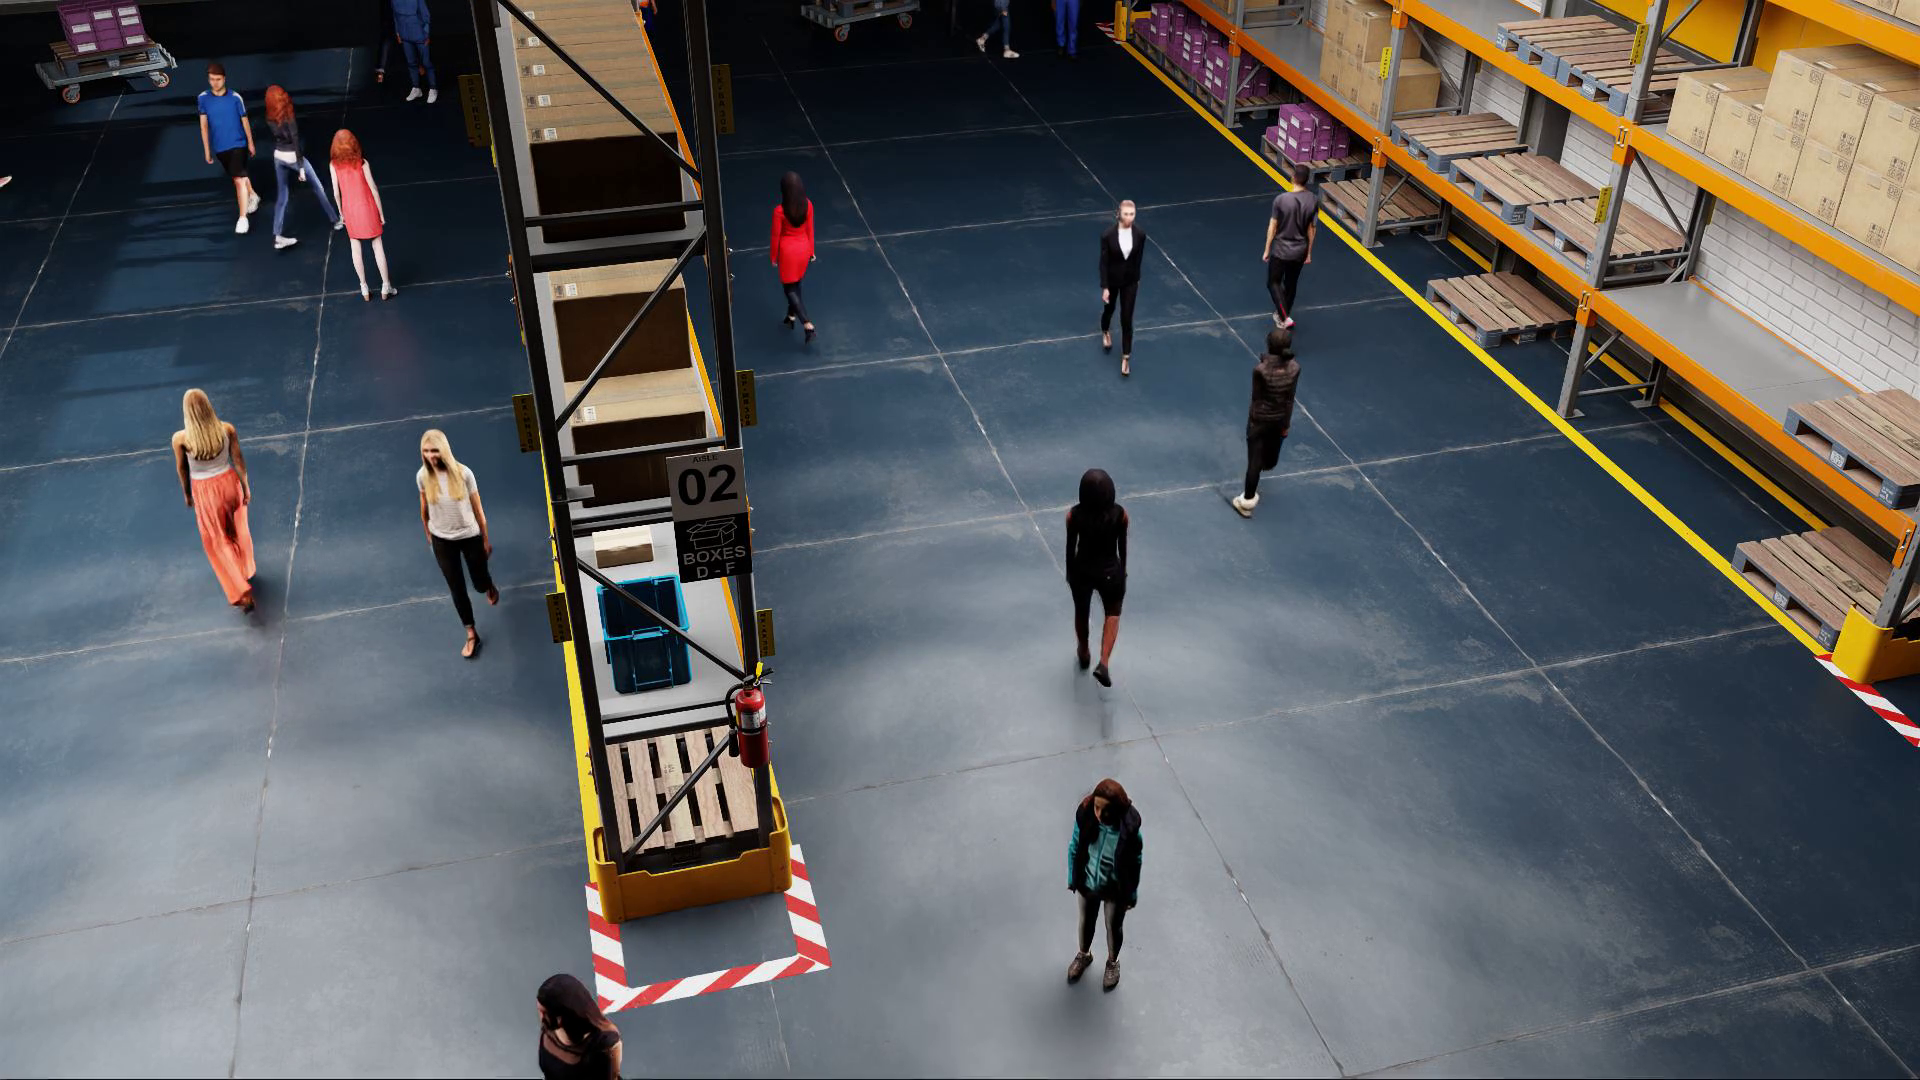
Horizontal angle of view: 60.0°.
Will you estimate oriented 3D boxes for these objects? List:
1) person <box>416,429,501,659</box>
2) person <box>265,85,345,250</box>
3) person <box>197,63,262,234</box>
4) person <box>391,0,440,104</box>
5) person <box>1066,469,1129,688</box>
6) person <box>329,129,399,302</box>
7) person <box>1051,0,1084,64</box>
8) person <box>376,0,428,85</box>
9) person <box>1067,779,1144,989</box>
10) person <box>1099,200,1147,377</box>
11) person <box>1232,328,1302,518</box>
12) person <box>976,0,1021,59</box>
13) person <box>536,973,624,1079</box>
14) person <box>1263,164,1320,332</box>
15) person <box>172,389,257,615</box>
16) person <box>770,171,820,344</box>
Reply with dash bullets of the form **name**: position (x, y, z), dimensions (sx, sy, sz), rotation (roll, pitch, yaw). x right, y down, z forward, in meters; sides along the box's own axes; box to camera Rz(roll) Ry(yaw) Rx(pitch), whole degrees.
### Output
- **person**: position (-3.626, -0.039, 12.074), dimensions (0.681, 1.814, 0.913), rotation (-3, 34, -5)
- **person**: position (-7.362, -4.018, 18.143), dimensions (1.110, 1.723, 1.226), rotation (16, 37, 23)
- **person**: position (-8.187, -4.459, 18.719), dimensions (0.819, 1.821, 1.287), rotation (-3, 34, -4)
- **person**: position (-7.301, -6.792, 22.237), dimensions (0.764, 1.811, 0.754), rotation (8, 34, 12)
- **person**: position (0.961, 0.294, 11.651), dimensions (0.808, 1.728, 1.006), rotation (3, 34, 5)
- **person**: position (-6.122, -3.317, 16.995), dimensions (0.631, 1.826, 0.573), rotation (-2, 34, -2)
- **person**: position (1.513, -7.759, 23.729), dimensions (0.900, 1.769, 1.227), rotation (1, 34, 2)
- **person**: position (-7.809, -7.119, 22.766), dimensions (1.136, 1.770, 1.233), rotation (11, 35, 16)
- **person**: position (0.820, 1.923, 9.407), dimensions (0.687, 1.499, 0.731), rotation (11, 35, 17)
- **person**: position (1.494, -2.457, 15.843), dimensions (0.705, 1.669, 1.088), rotation (-4, 34, -6)
- **person**: position (2.481, -1.015, 13.682), dimensions (0.630, 1.661, 0.848), rotation (-6, 34, -9)
- **person**: position (0.533, -7.639, 23.826), dimensions (0.722, 1.461, 0.834), rotation (-3, 34, -4)
- **person**: position (-1.731, 2.690, 8.072), dimensions (0.967, 1.700, 1.007), rotation (22, 39, 29)
- **person**: position (3.235, -2.784, 16.264), dimensions (0.685, 1.748, 0.945), rotation (-5, 34, -8)
- **person**: position (-5.545, -0.270, 12.457), dimensions (0.878, 1.776, 1.211), rotation (-20, 39, -28)
- **person**: position (-1.587, -2.721, 16.191), dimensions (0.856, 1.724, 1.072), rotation (-23, 40, -31)
